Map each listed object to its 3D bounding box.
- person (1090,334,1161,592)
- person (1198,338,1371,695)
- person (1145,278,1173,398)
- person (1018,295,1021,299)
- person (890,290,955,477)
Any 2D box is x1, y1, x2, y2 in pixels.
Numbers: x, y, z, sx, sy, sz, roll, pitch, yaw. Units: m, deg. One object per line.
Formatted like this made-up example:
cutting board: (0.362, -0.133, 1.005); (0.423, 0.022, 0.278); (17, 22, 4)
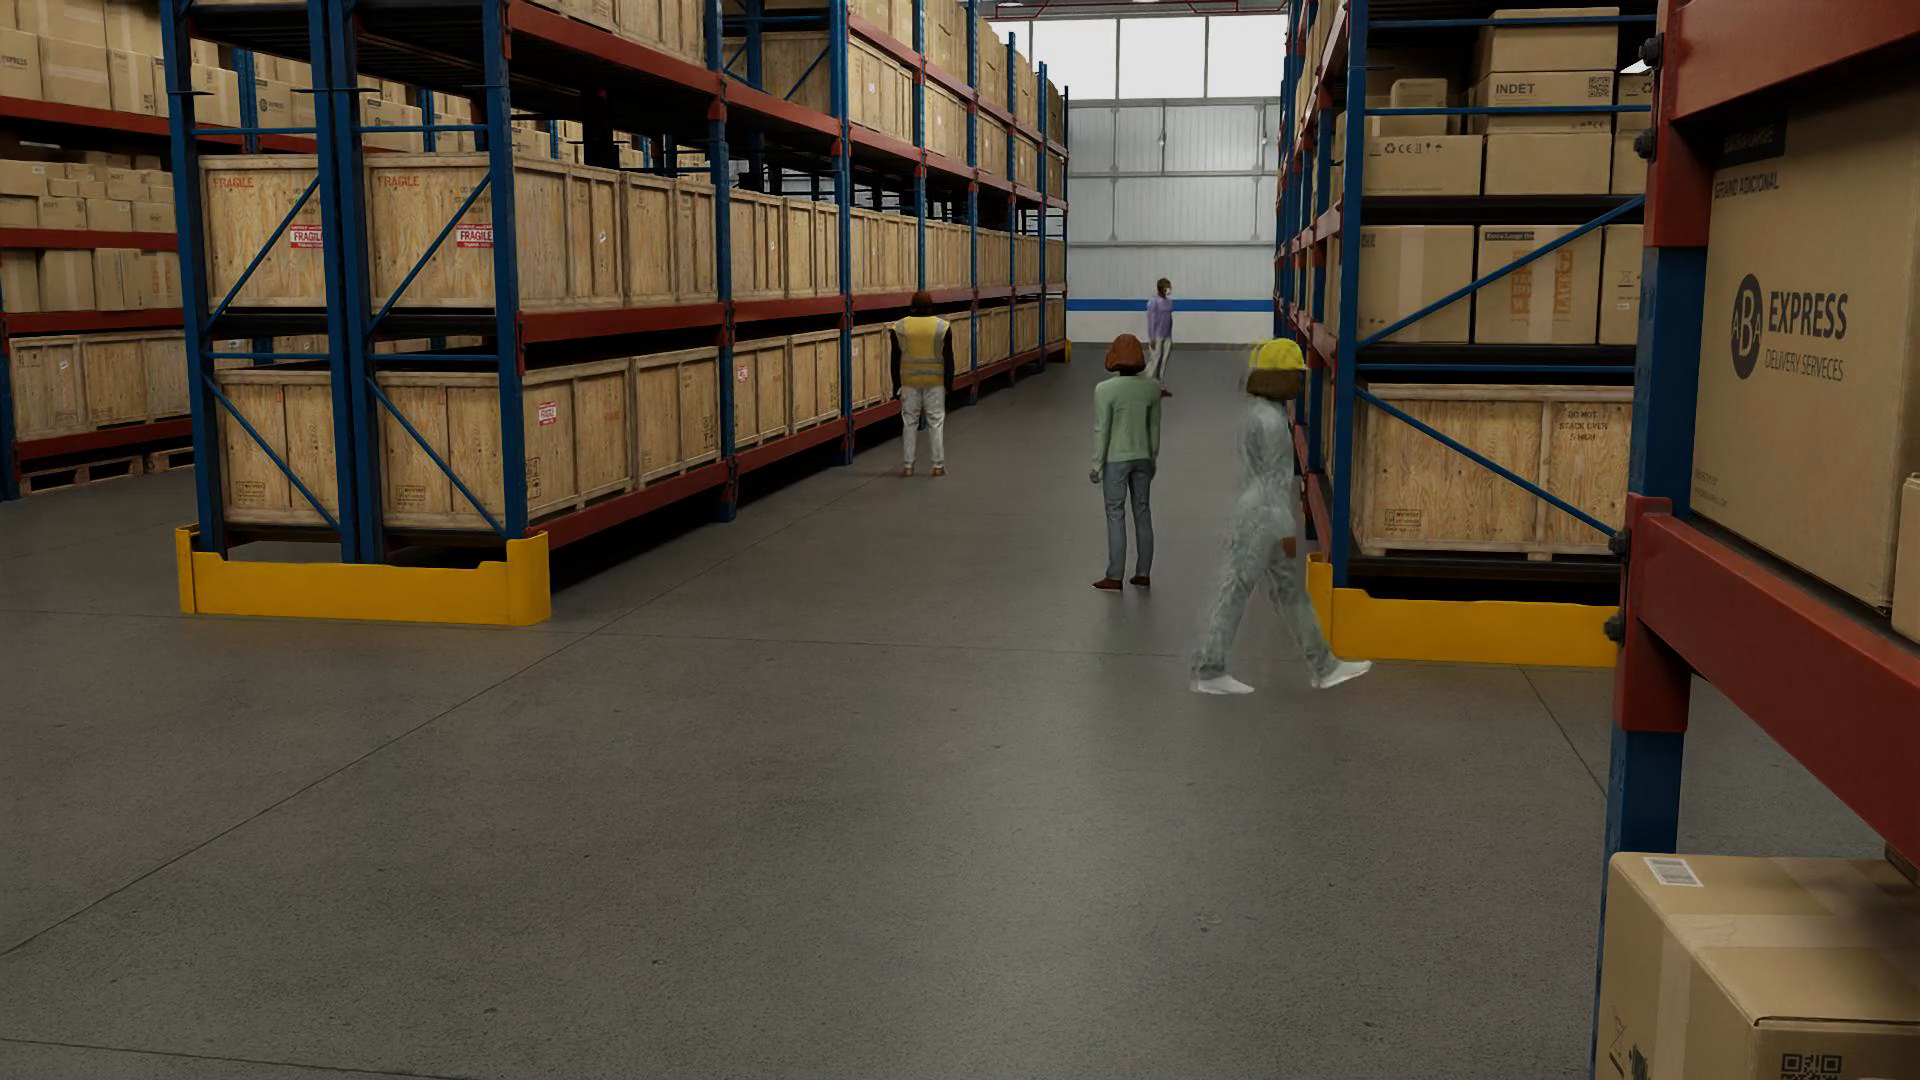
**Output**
person: (1.049, -0.485, 10.555); (0.506, 1.633, 0.279); (-5, 11, -30)
person: (1.547, -0.091, 7.857); (0.873, 1.700, 0.508); (1, 9, 9)
person: (3.234, -3.261, 26.876); (0.369, 1.930, 0.628); (8, 12, 39)
person: (1.299, -5.074, 38.266); (1.007, 1.889, 0.564); (2, 9, 10)
person: (-0.370, -1.540, 16.459); (0.636, 1.841, 0.429); (0, 9, 2)
